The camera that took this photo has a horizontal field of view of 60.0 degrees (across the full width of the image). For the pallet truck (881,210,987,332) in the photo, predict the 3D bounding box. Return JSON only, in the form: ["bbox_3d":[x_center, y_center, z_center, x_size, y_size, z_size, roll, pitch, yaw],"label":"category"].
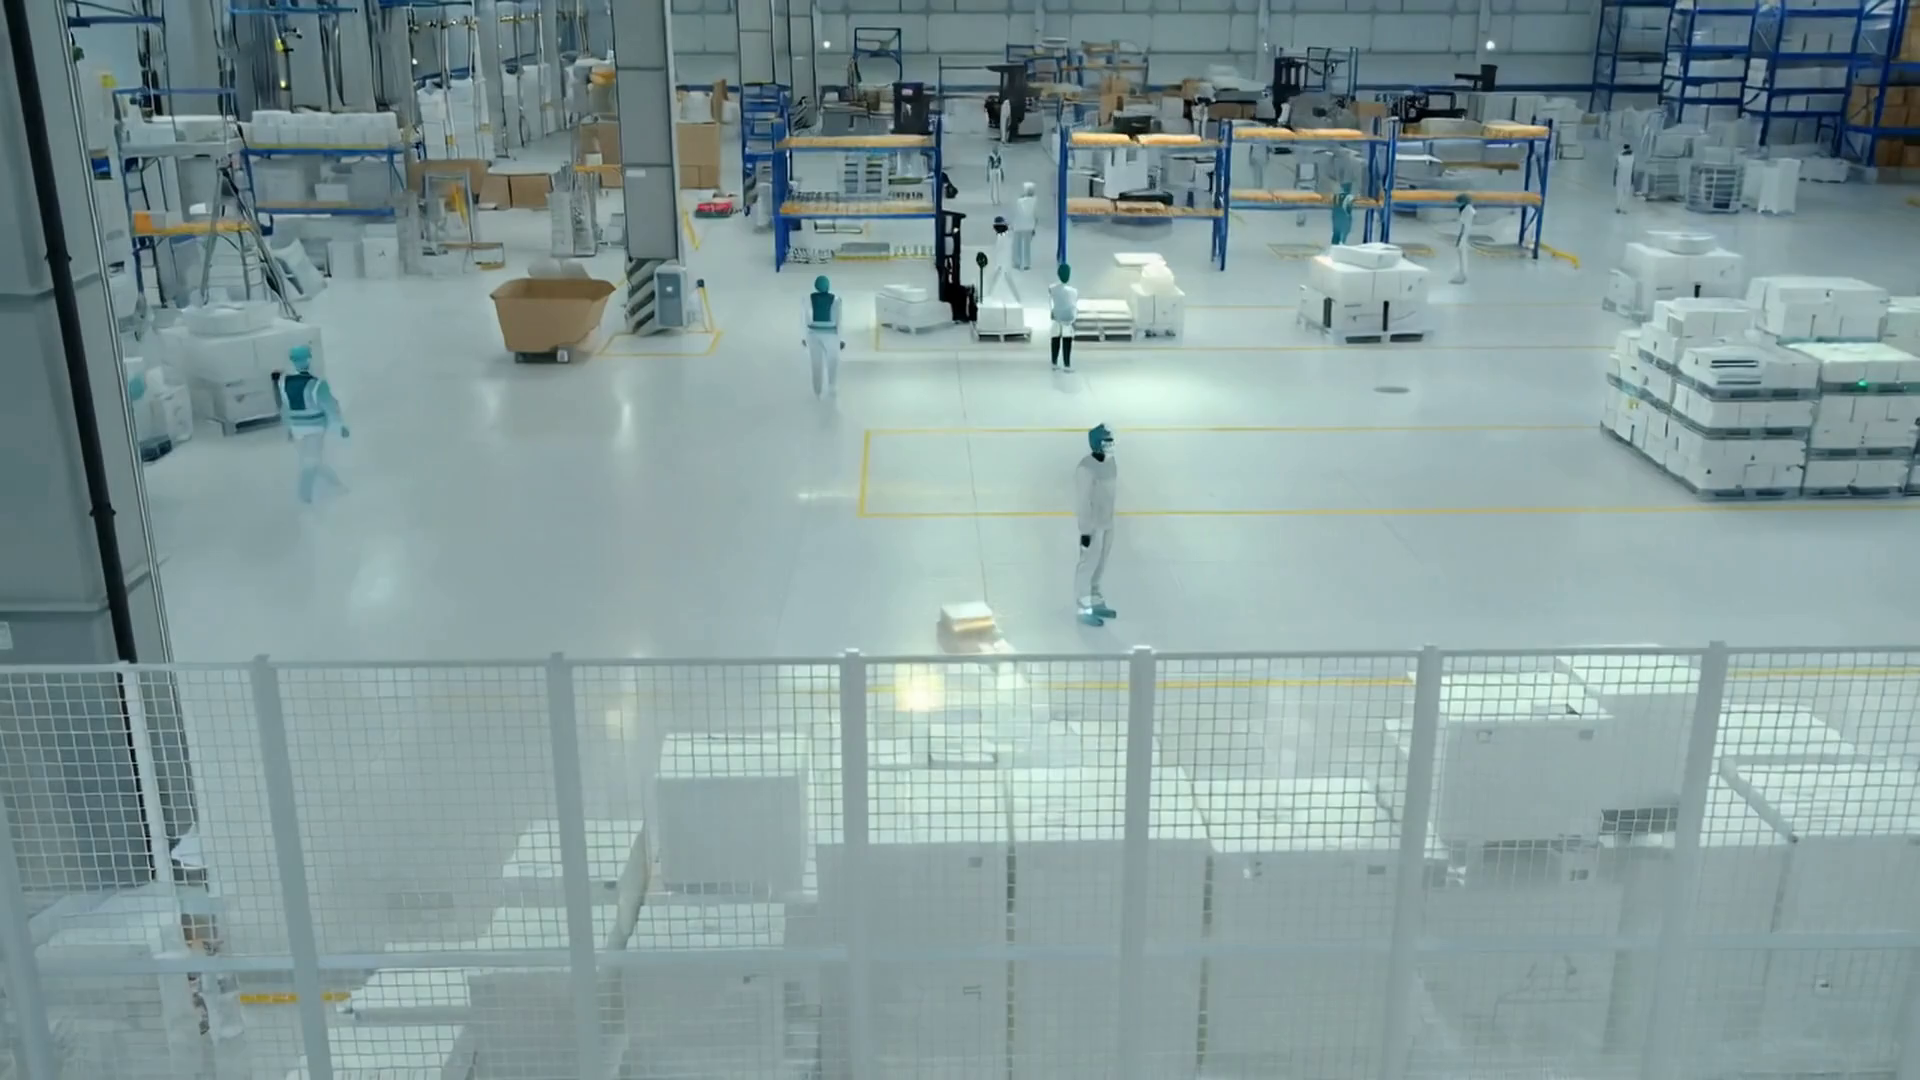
[{"bbox_3d":[-0.493,-4.759,29.349,1.885,1.965,0.823,-13,23,-34],"label":"pallet truck"}]

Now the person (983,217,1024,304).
[{"bbox_3d":[0.791,-5.192,31.099,0.886,1.697,0.499,-4,19,-11],"label":"person"}]

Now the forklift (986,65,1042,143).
[{"bbox_3d":[2.090,-16.460,62.702,1.873,2.768,1.129,-10,21,-26],"label":"forklift"}]

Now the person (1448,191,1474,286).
[{"bbox_3d":[10.070,-6.043,33.351,0.322,1.875,0.524,13,23,34],"label":"person"}]

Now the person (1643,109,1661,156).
[{"bbox_3d":[23.975,-14.109,57.657,0.551,1.618,0.559,9,21,25],"label":"person"}]

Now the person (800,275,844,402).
[{"bbox_3d":[-2.014,-2.962,24.301,0.649,1.820,0.680,-1,19,-3],"label":"person"}]

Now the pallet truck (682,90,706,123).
[{"bbox_3d":[-9.671,-15.907,62.421,0.823,1.965,1.885,5,19,15],"label":"pallet truck"}]

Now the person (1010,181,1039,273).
[{"bbox_3d":[1.310,-6.591,34.956,0.603,1.879,0.900,-11,21,-29],"label":"person"}]

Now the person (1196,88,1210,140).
[{"bbox_3d":[9.351,-16.395,63.962,0.549,1.936,0.376,8,20,22],"label":"person"}]

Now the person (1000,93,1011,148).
[{"bbox_3d":[1.665,-15.366,60.920,0.363,1.932,0.638,4,19,11],"label":"person"}]

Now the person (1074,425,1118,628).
[{"bbox_3d":[1.300,-0.145,15.754,0.372,1.940,0.631,11,21,29],"label":"person"}]

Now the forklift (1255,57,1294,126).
[{"bbox_3d":[13.400,-18.646,69.186,1.129,2.768,1.873,-16,25,-40],"label":"forklift"}]

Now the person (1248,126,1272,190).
[{"bbox_3d":[8.648,-10.985,47.986,0.656,1.883,1.003,4,19,11],"label":"person"}]

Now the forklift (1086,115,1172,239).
[{"bbox_3d":[4.093,-8.700,39.680,1.129,2.768,1.873,-15,24,-38],"label":"forklift"}]

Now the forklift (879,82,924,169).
[{"bbox_3d":[-1.621,-13.024,52.507,1.129,2.768,1.873,14,23,35],"label":"forklift"}]

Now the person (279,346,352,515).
[{"bbox_3d":[-7.457,-1.308,19.286,0.639,1.874,0.996,8,20,22],"label":"person"}]

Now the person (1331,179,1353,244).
[{"bbox_3d":[8.197,-6.810,35.668,0.328,1.844,0.514,-16,25,-40],"label":"person"}]

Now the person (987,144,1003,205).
[{"bbox_3d":[0.951,-9.991,45.421,0.511,1.641,0.307,-11,21,-29],"label":"person"}]

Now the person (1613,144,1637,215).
[{"bbox_3d":[17.377,-9.441,43.519,0.538,1.812,0.986,6,19,16],"label":"person"}]

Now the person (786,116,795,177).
[{"bbox_3d":[-5.214,-12.028,51.042,0.728,1.909,0.565,-12,22,-32],"label":"person"}]

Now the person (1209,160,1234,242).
[{"bbox_3d":[6.148,-7.921,38.886,0.600,1.899,0.596,-11,22,-29],"label":"person"}]

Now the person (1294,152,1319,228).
[{"bbox_3d":[8.587,-8.674,41.231,0.596,1.821,1.035,3,19,9],"label":"person"}]

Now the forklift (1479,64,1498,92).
[{"bbox_3d":[20.136,-16.775,63.636,1.873,2.768,1.129,0,19,-1],"label":"forklift"}]

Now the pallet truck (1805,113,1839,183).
[{"bbox_3d":[26.403,-11.957,50.702,0.823,1.965,1.885,6,19,16],"label":"pallet truck"}]

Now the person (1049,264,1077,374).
[{"bbox_3d":[1.614,-3.448,25.919,0.318,1.700,0.537,-18,25,-42],"label":"person"}]
